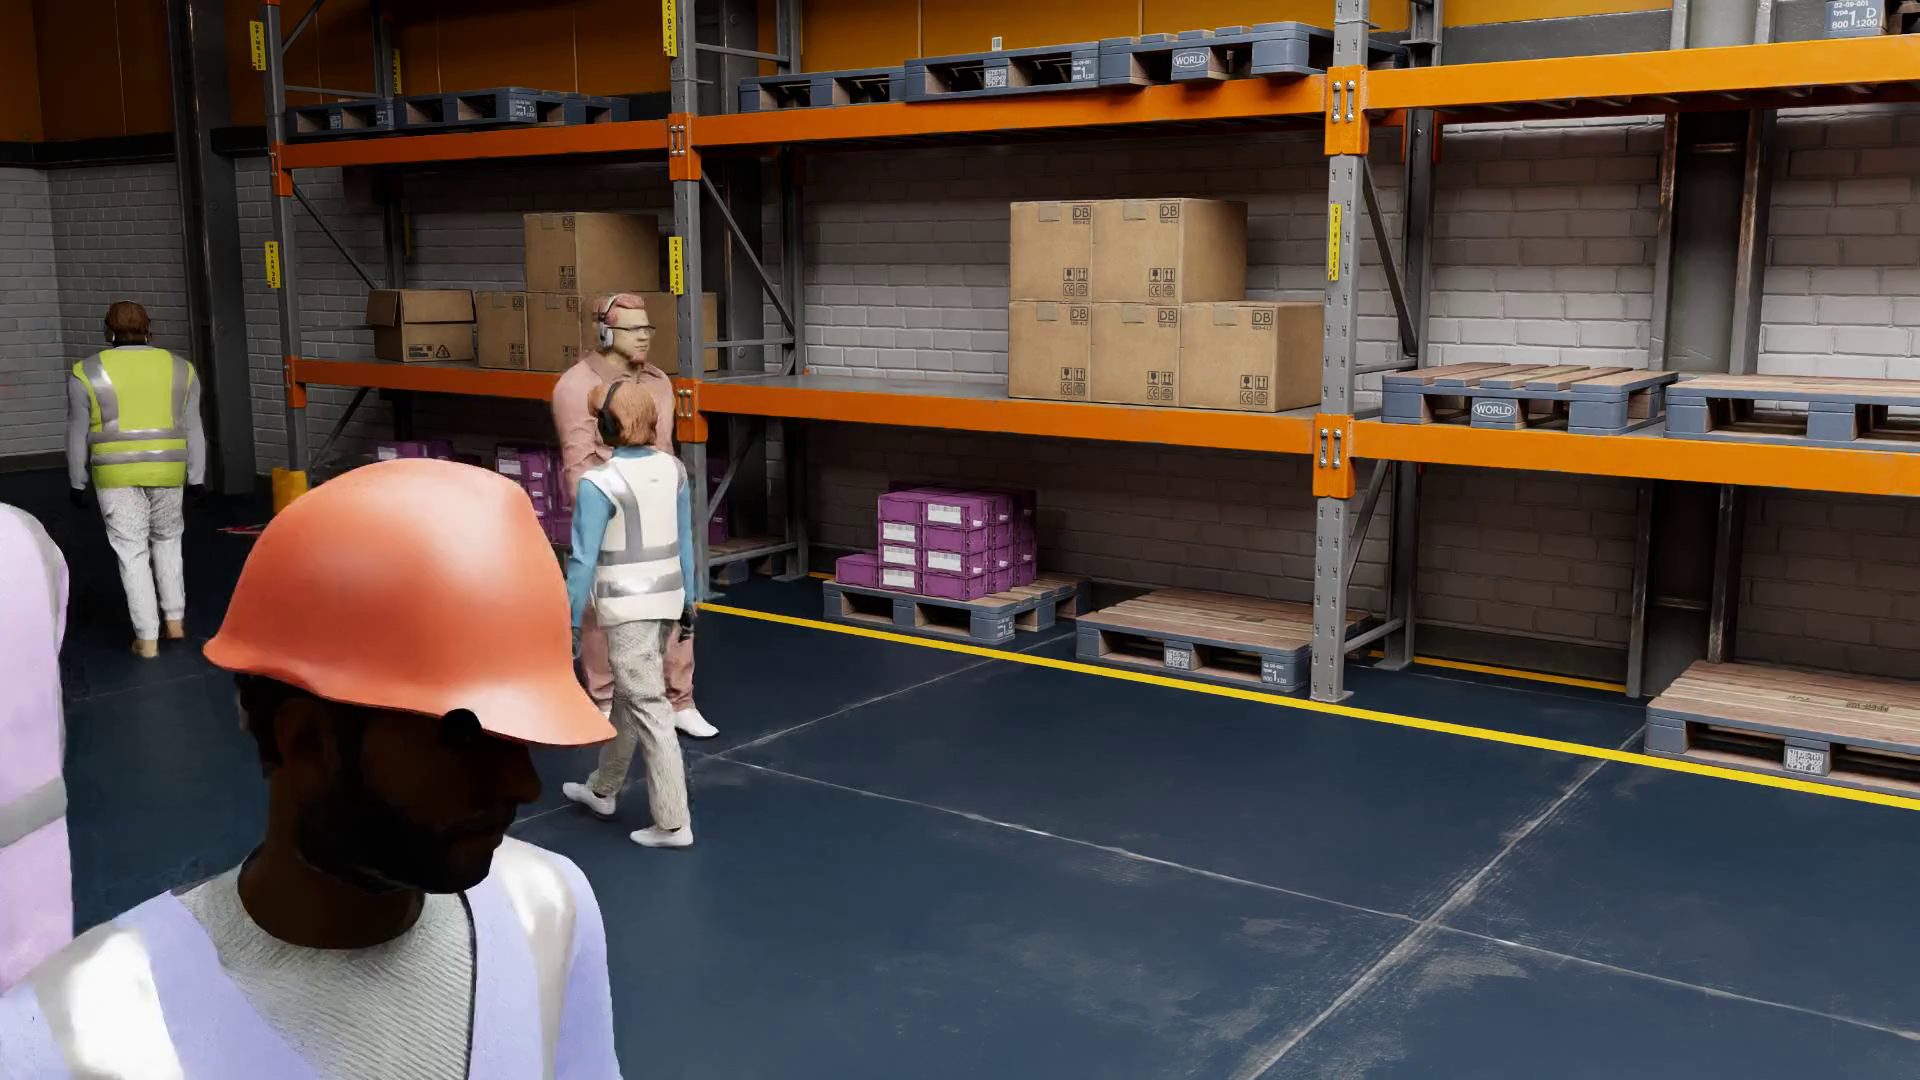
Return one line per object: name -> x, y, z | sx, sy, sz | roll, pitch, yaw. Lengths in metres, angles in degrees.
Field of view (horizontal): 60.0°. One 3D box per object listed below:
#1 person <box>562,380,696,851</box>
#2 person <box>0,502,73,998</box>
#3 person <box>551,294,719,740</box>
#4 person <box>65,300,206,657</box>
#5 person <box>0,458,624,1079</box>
person -> -1.220, 0.256, 5.765 | 0.758, 1.606, 0.541 | 5, 11, 26
person -> -1.420, 0.617, 2.441 | 0.815, 2.024, 0.630 | 1, 10, 4
person -> -1.334, -0.065, 6.902 | 0.741, 1.883, 0.649 | 8, 13, 41
person -> -4.286, -0.321, 8.621 | 0.630, 1.824, 0.633 | -9, 13, -42
person -> -0.489, 0.865, 1.385 | 1.030, 1.873, 0.560 | 6, 11, 33
